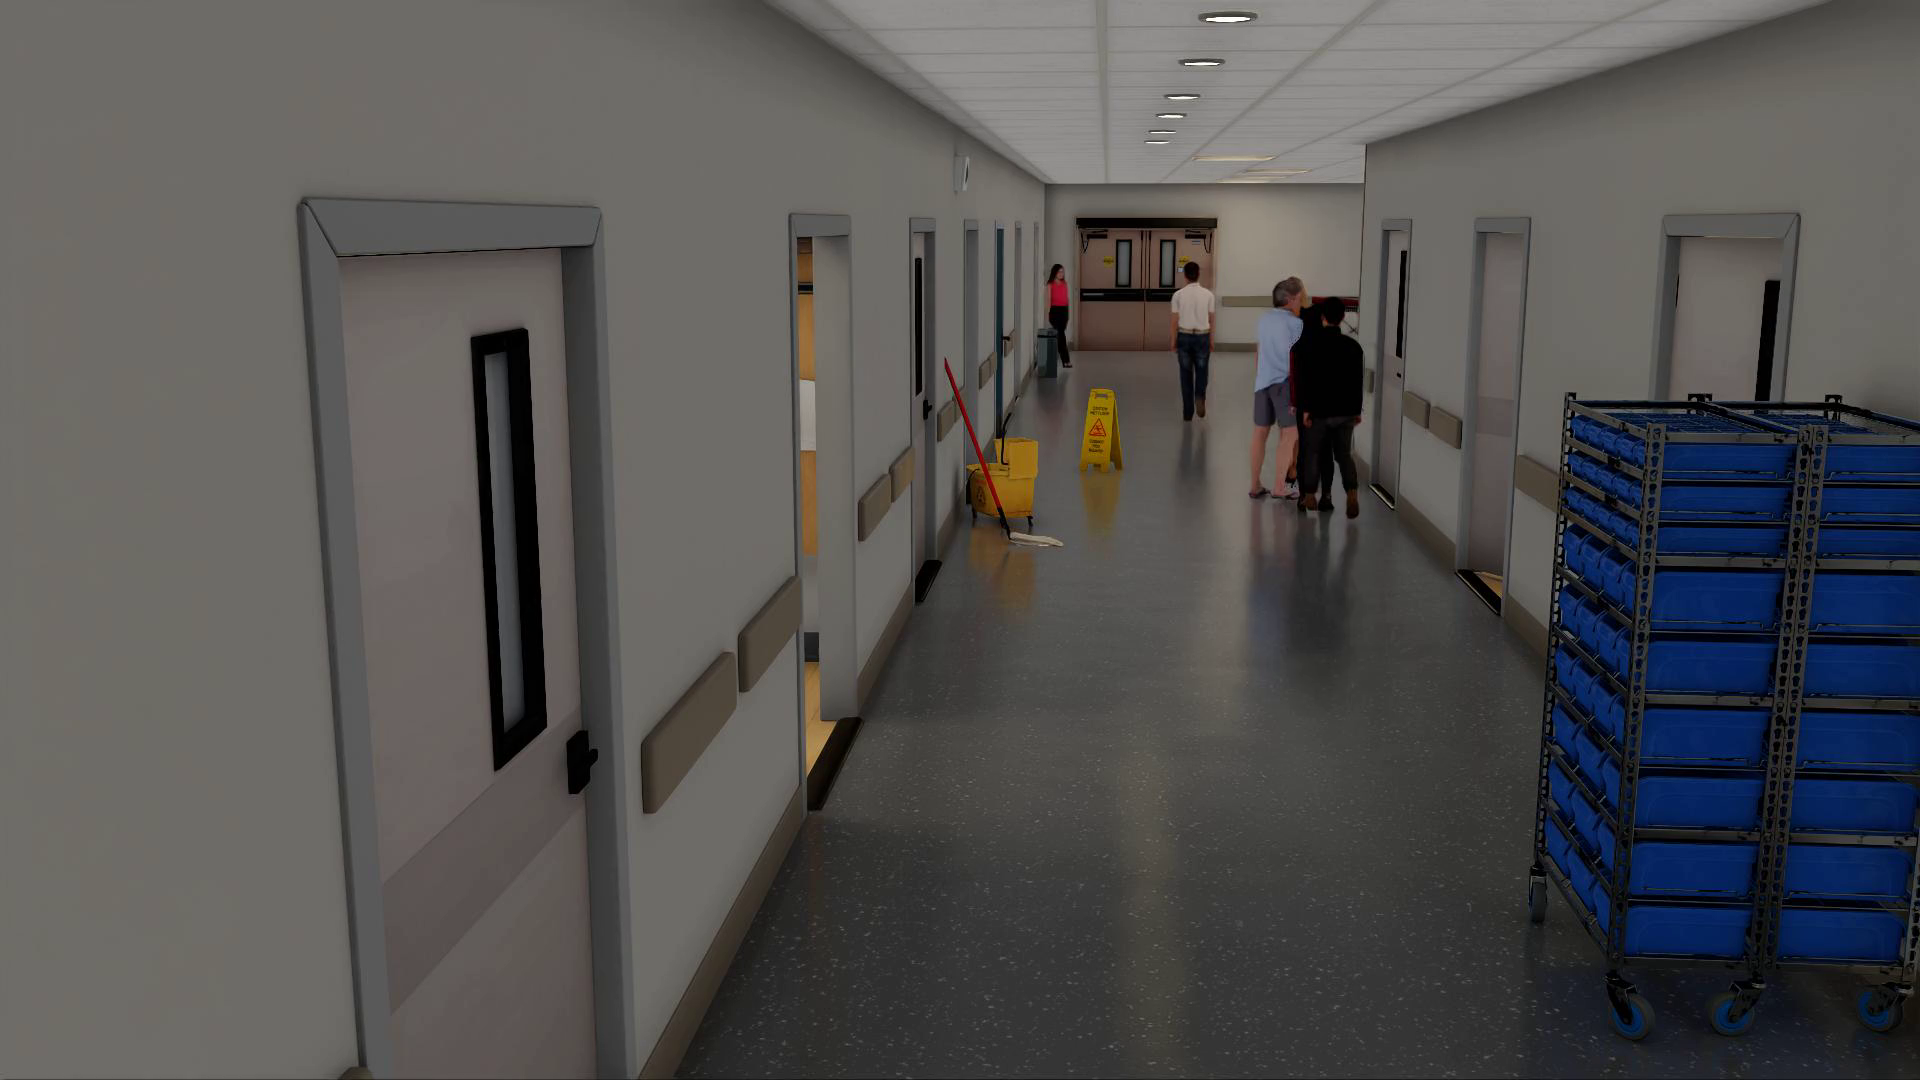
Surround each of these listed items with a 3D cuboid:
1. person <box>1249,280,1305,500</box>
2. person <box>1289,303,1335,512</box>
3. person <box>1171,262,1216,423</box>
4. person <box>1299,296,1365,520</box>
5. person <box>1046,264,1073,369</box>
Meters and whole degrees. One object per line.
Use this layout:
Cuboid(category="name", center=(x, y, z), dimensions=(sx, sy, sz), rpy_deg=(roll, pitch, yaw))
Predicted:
Cuboid(category="person", center=(2.630, -1.252, 13.871), dimensions=(0.749, 1.819, 0.803), rpy_deg=(10, 14, 42))
Cuboid(category="person", center=(2.854, -1.061, 13.295), dimensions=(0.631, 1.658, 0.583), rpy_deg=(3, 11, 18))
Cuboid(category="person", center=(2.697, -2.267, 19.166), dimensions=(0.665, 1.840, 0.844), rpy_deg=(1, 11, 4))
Cuboid(category="person", center=(2.910, -1.009, 12.909), dimensions=(0.802, 1.701, 1.115), rpy_deg=(-1, 11, -5))
Cuboid(category="person", center=(1.509, -3.551, 26.489), dimensions=(1.033, 1.632, 1.107), rpy_deg=(-9, 14, -40))
